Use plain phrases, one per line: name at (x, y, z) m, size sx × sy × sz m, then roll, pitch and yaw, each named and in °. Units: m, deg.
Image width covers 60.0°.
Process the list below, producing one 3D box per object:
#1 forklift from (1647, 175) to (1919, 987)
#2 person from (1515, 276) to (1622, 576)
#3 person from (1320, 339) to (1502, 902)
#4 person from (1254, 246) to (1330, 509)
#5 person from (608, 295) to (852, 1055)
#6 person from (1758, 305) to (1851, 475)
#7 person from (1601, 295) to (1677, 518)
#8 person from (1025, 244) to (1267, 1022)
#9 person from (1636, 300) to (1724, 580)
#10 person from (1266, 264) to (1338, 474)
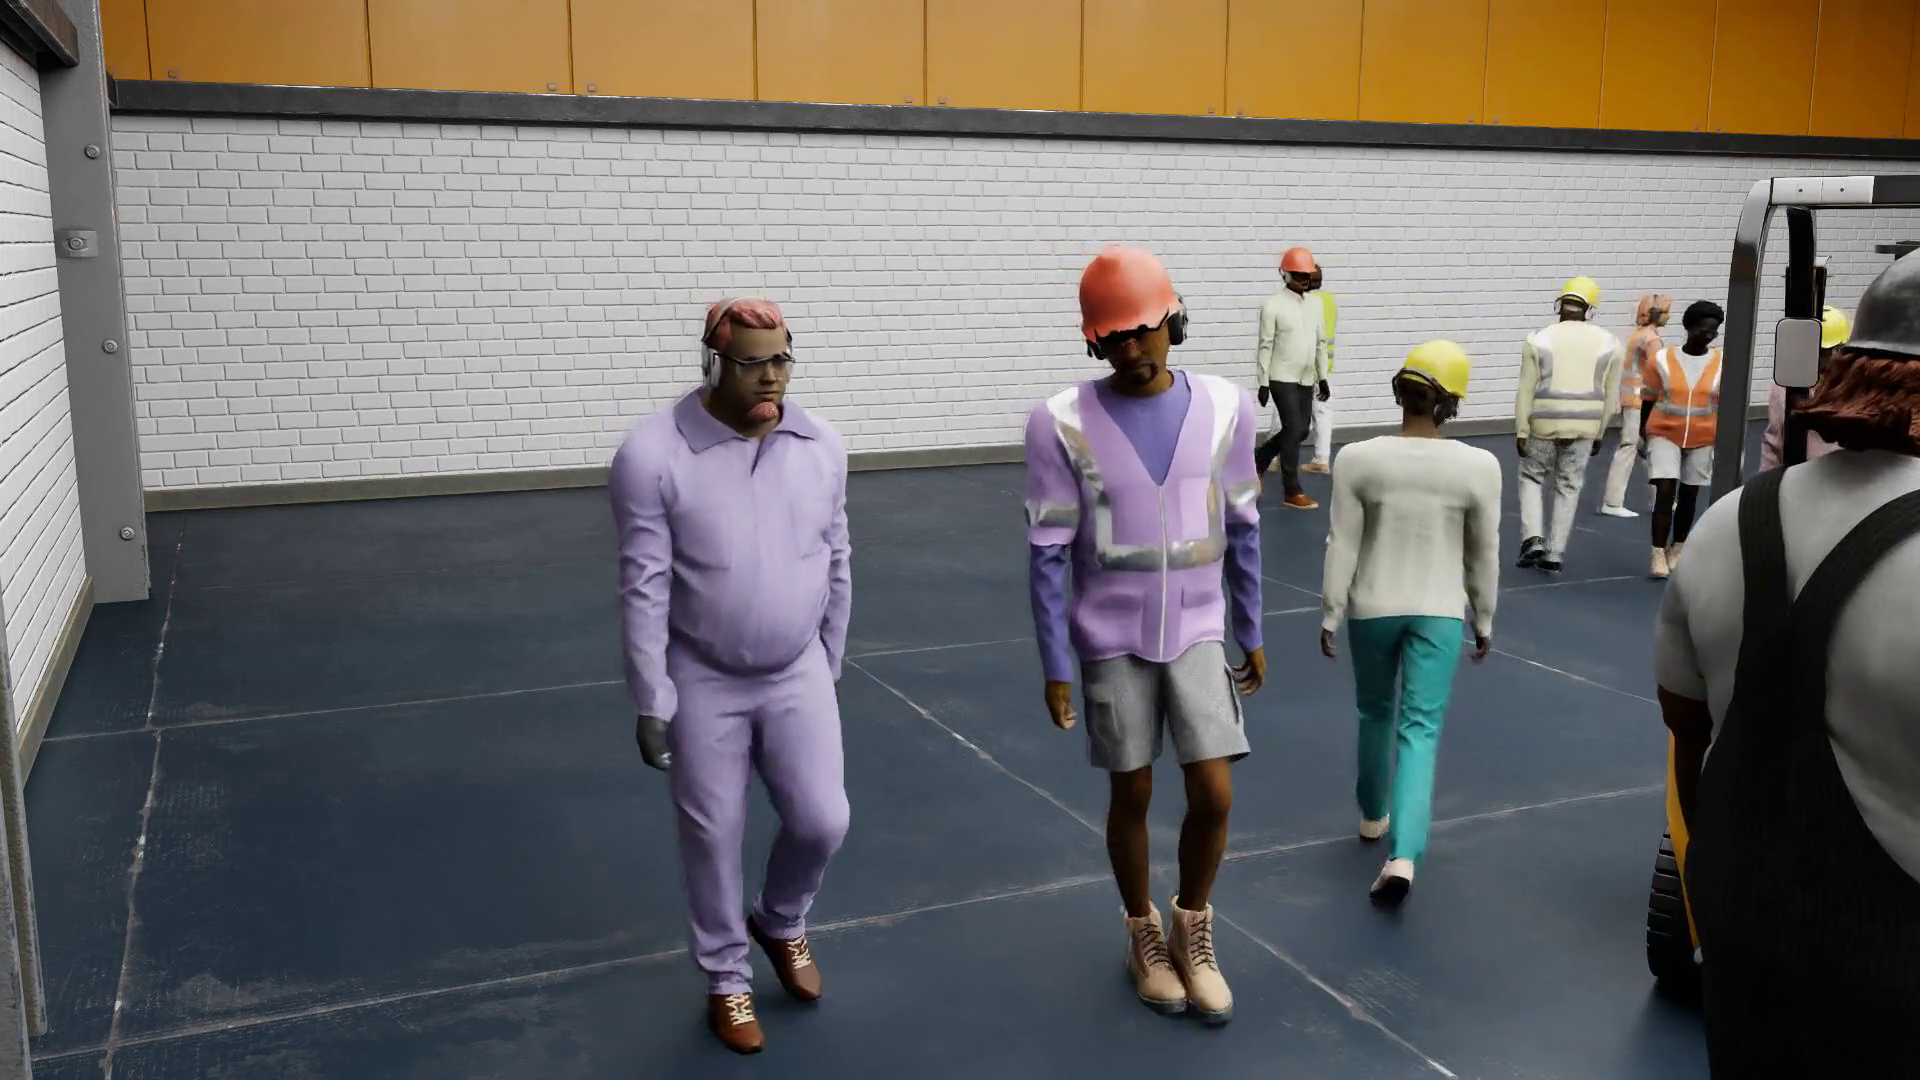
forklift at (2.810, 0.094, 4.662) m, size 1.214 × 2.155 × 2.313 m, roll 7°, pitch 12°, yaw 34°
person at (3.621, -0.673, 9.979) m, size 0.591 × 1.802 × 0.422 m, roll 1°, pitch 10°, yaw 8°
person at (1.405, 0.234, 5.214) m, size 0.532 × 1.720 × 0.891 m, roll 3°, pitch 11°, yaw 17°
person at (2.464, -1.244, 12.678) m, size 0.619 × 1.968 × 0.803 m, roll -8°, pitch 13°, yaw -37°
person at (-0.532, 0.344, 4.134) m, size 0.638 × 1.887 × 0.417 m, roll -5°, pitch 11°, yaw -25°
person at (3.768, -0.156, 7.294) m, size 0.480 × 1.744 × 0.542 m, roll -5°, pitch 11°, yaw -24°
person at (5.025, -0.949, 11.987) m, size 0.731 × 1.608 × 0.551 m, roll 2°, pitch 10°, yaw 10°
person at (0.502, 0.265, 4.225) m, size 0.656 × 2.007 × 0.562 m, roll -2°, pitch 10°, yaw -8°
person at (4.294, -0.573, 9.837) m, size 0.550 × 1.630 × 0.728 m, roll 3°, pitch 11°, yaw 16°
person at (2.901, -1.487, 14.429) m, size 0.786 × 1.816 × 0.636 m, roll 10°, pitch 14°, yaw 44°
